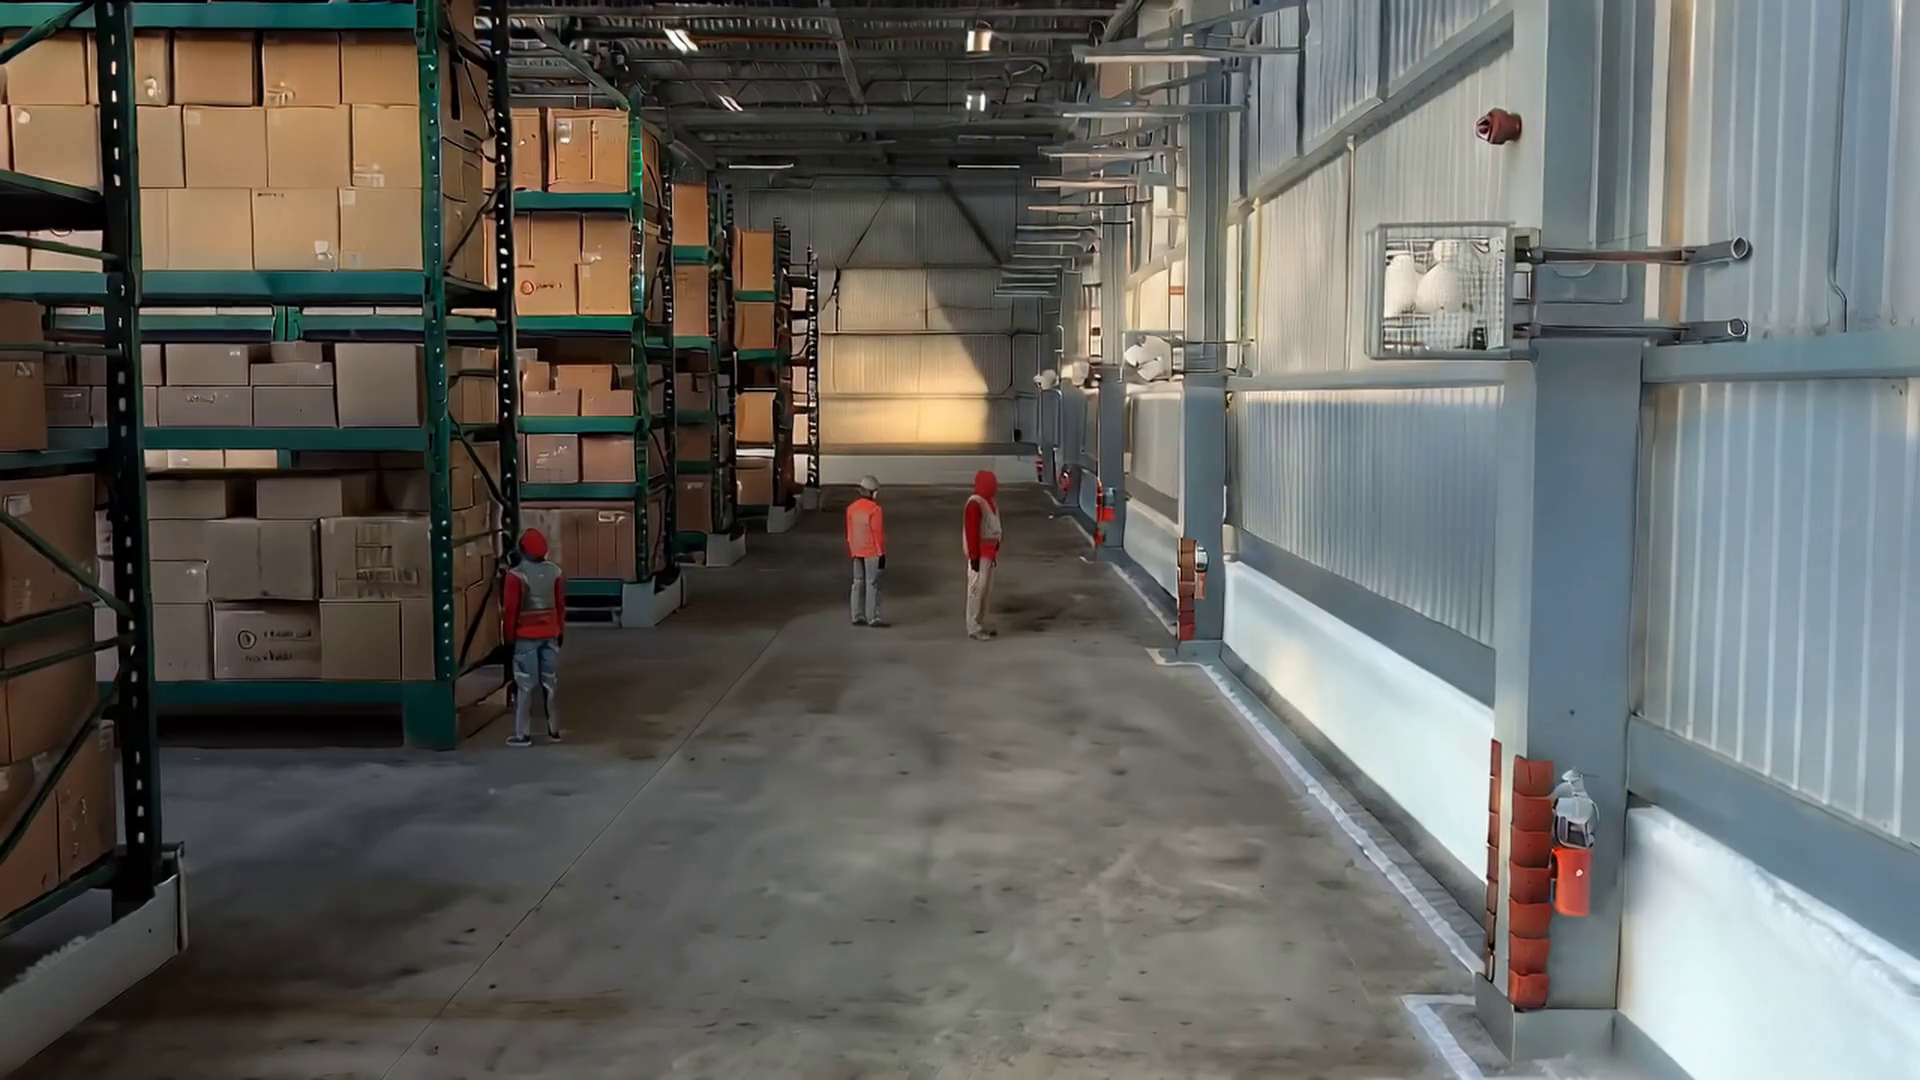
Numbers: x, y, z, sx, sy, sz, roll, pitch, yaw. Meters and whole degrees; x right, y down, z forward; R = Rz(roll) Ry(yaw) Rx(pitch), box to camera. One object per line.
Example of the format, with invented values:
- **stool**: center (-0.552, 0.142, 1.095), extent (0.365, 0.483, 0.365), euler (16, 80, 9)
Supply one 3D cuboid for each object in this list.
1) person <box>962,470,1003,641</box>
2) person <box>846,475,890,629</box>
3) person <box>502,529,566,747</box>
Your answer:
- **person**: center (0.249, 0.165, 17.991), extent (0.429, 1.840, 0.632), euler (1, 5, 15)
- **person**: center (-1.042, 0.135, 18.868), extent (0.559, 1.746, 0.332), euler (5, 7, 45)
- **person**: center (-3.202, 0.736, 12.556), extent (0.314, 1.629, 0.526), euler (4, 7, 42)
